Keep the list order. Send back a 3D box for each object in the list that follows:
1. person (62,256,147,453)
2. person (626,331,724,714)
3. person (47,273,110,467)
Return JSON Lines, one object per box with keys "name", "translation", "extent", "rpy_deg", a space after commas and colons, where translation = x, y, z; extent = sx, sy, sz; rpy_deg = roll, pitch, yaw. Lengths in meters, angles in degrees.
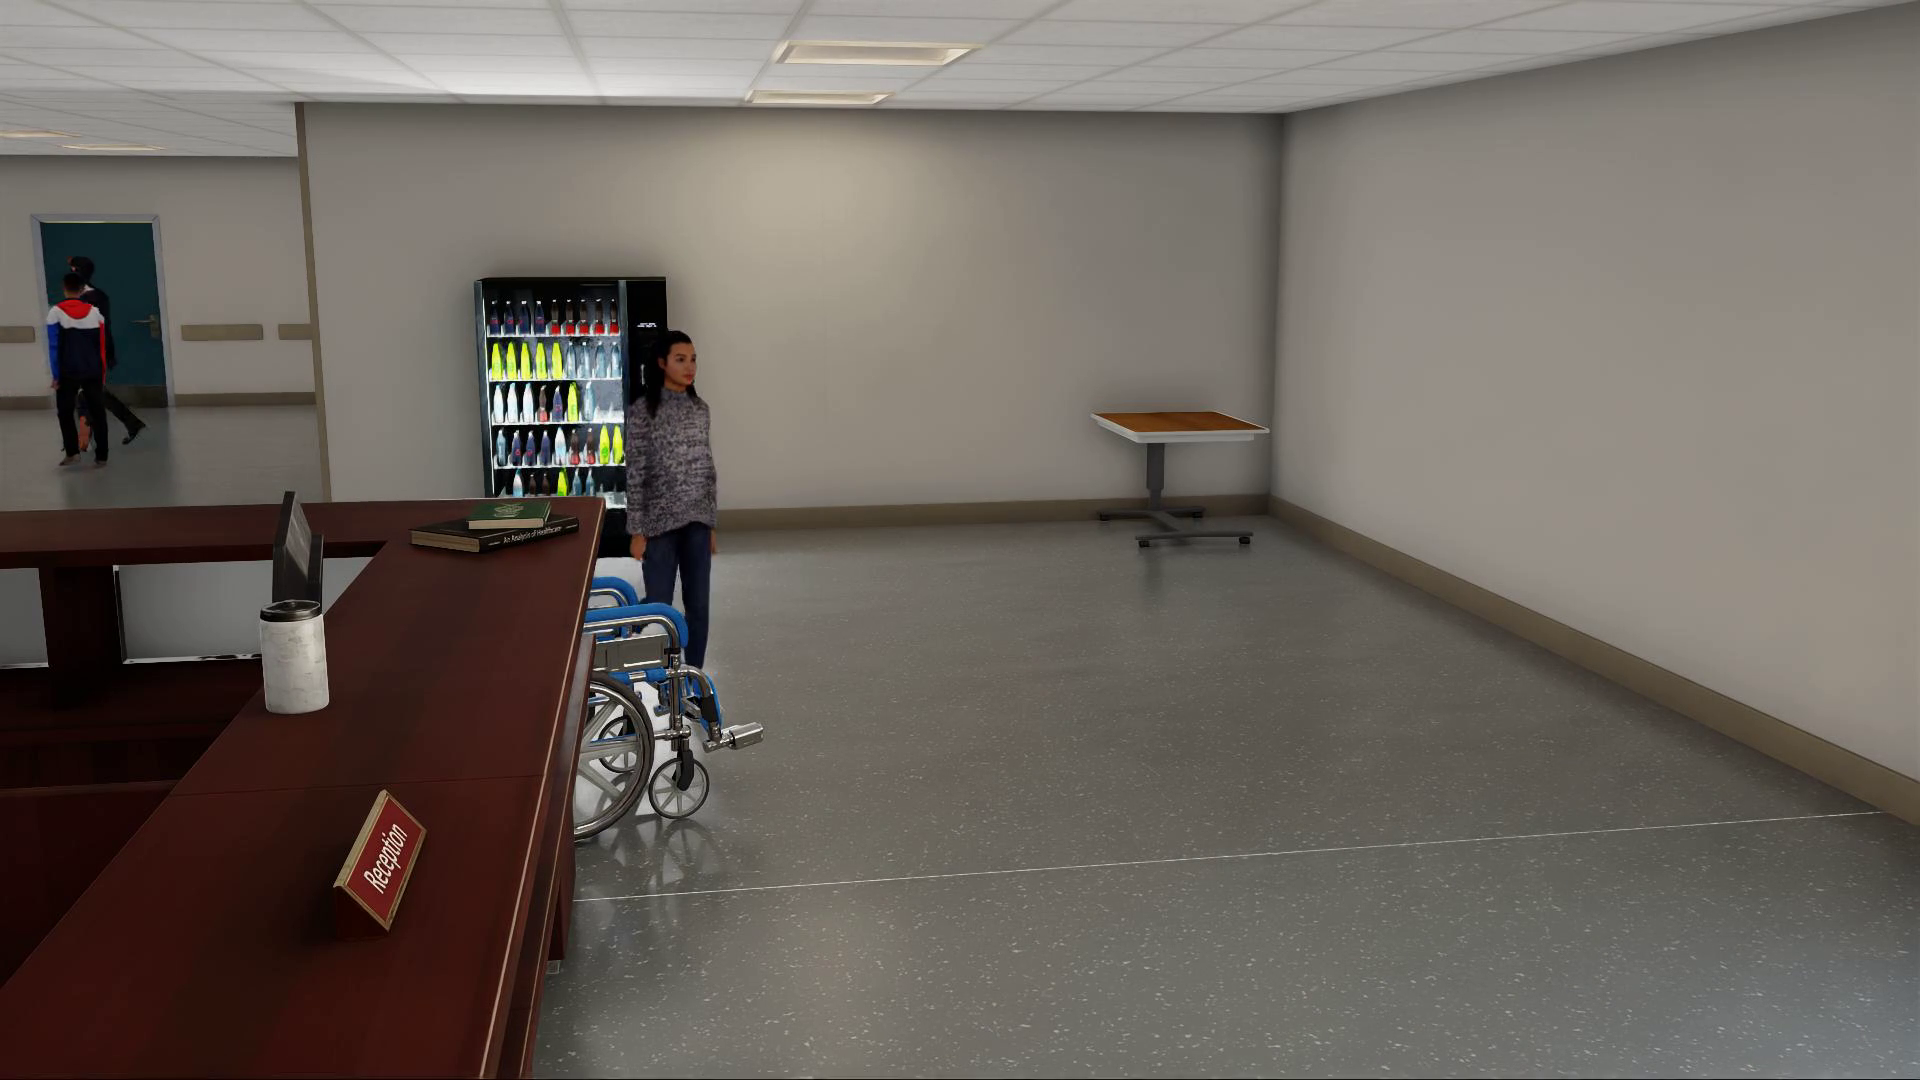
{"name": "person", "translation": [-8.372, -1.785, 16.155], "extent": [1.203, 1.856, 1.219], "rpy_deg": [6, 12, 30]}
{"name": "person", "translation": [-1.337, -0.075, 7.510], "extent": [0.932, 1.719, 0.939], "rpy_deg": [-10, 14, -41]}
{"name": "person", "translation": [-7.991, -1.528, 15.107], "extent": [0.847, 1.742, 0.758], "rpy_deg": [10, 15, 43]}
